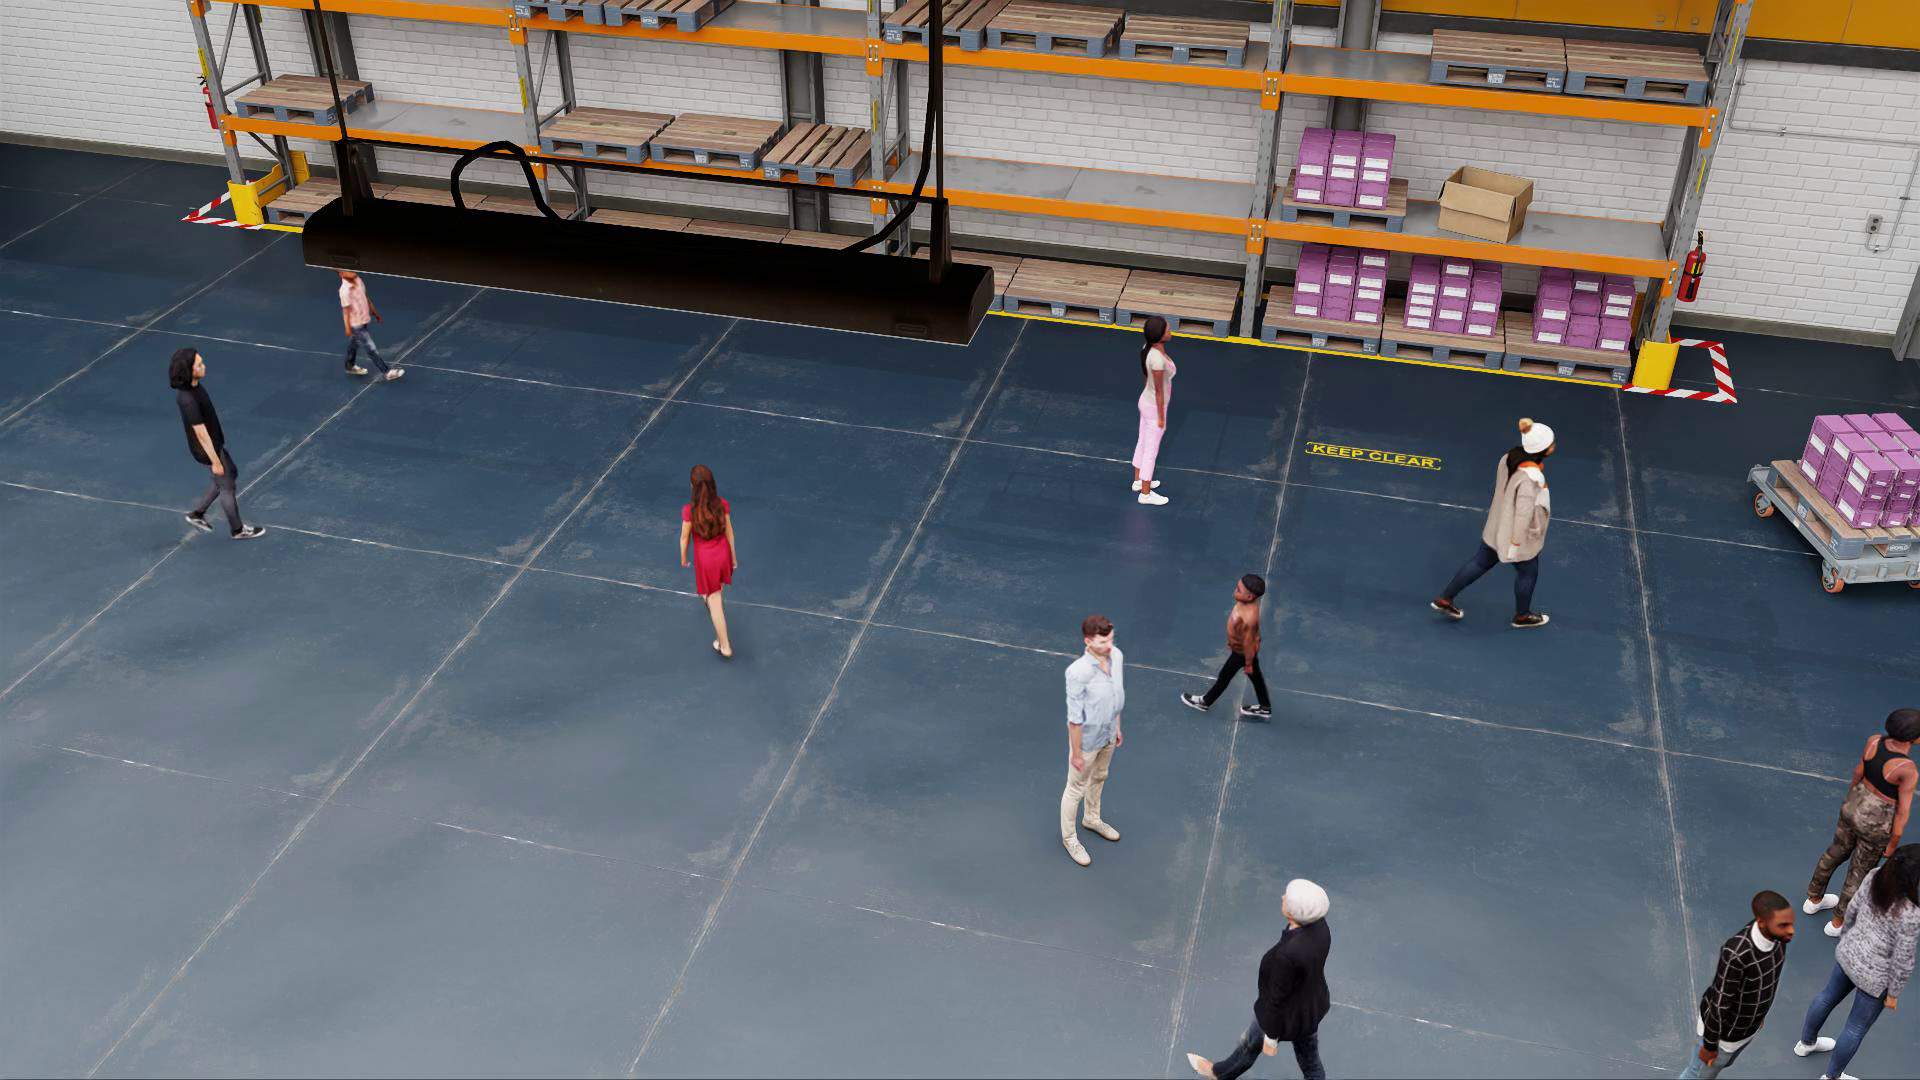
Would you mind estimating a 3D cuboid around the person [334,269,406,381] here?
[{"bbox_3d":[-5.973,-2.159,16.340,0.925,1.272,0.597,3,34,4],"label":"person"}]

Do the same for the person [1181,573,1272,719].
[{"bbox_3d":[2.110,0.791,11.950,0.895,1.218,0.574,6,34,8],"label":"person"}]

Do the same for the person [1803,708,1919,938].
[{"bbox_3d":[5.541,1.701,10.147,0.662,1.699,0.656,-7,34,-11],"label":"person"}]

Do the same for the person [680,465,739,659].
[{"bbox_3d":[-1.866,0.182,12.606,1.023,1.505,1.038,-15,37,-22],"label":"person"}]

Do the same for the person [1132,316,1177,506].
[{"bbox_3d":[1.664,-1.137,14.380,0.632,1.740,0.645,-4,34,-6],"label":"person"}]

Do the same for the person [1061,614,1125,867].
[{"bbox_3d":[0.852,1.242,10.703,0.726,1.848,0.731,28,43,35],"label":"person"}]

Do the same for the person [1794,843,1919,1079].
[{"bbox_3d":[5.013,2.327,9.177,0.657,1.732,0.690,-5,34,-7],"label":"person"}]

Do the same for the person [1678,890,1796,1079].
[{"bbox_3d":[4.063,2.525,8.798,0.746,1.821,0.773,-23,40,-30],"label":"person"}]

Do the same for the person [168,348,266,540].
[{"bbox_3d":[-6.289,-0.768,13.751,0.967,1.821,0.893,-14,36,-20],"label":"person"}]

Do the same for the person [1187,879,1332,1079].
[{"bbox_3d":[1.790,2.544,8.690,1.114,1.757,1.195,-27,42,-34],"label":"person"}]

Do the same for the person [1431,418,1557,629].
[{"bbox_3d":[4.124,-0.112,12.733,1.250,1.855,0.983,-4,34,-7],"label":"person"}]
